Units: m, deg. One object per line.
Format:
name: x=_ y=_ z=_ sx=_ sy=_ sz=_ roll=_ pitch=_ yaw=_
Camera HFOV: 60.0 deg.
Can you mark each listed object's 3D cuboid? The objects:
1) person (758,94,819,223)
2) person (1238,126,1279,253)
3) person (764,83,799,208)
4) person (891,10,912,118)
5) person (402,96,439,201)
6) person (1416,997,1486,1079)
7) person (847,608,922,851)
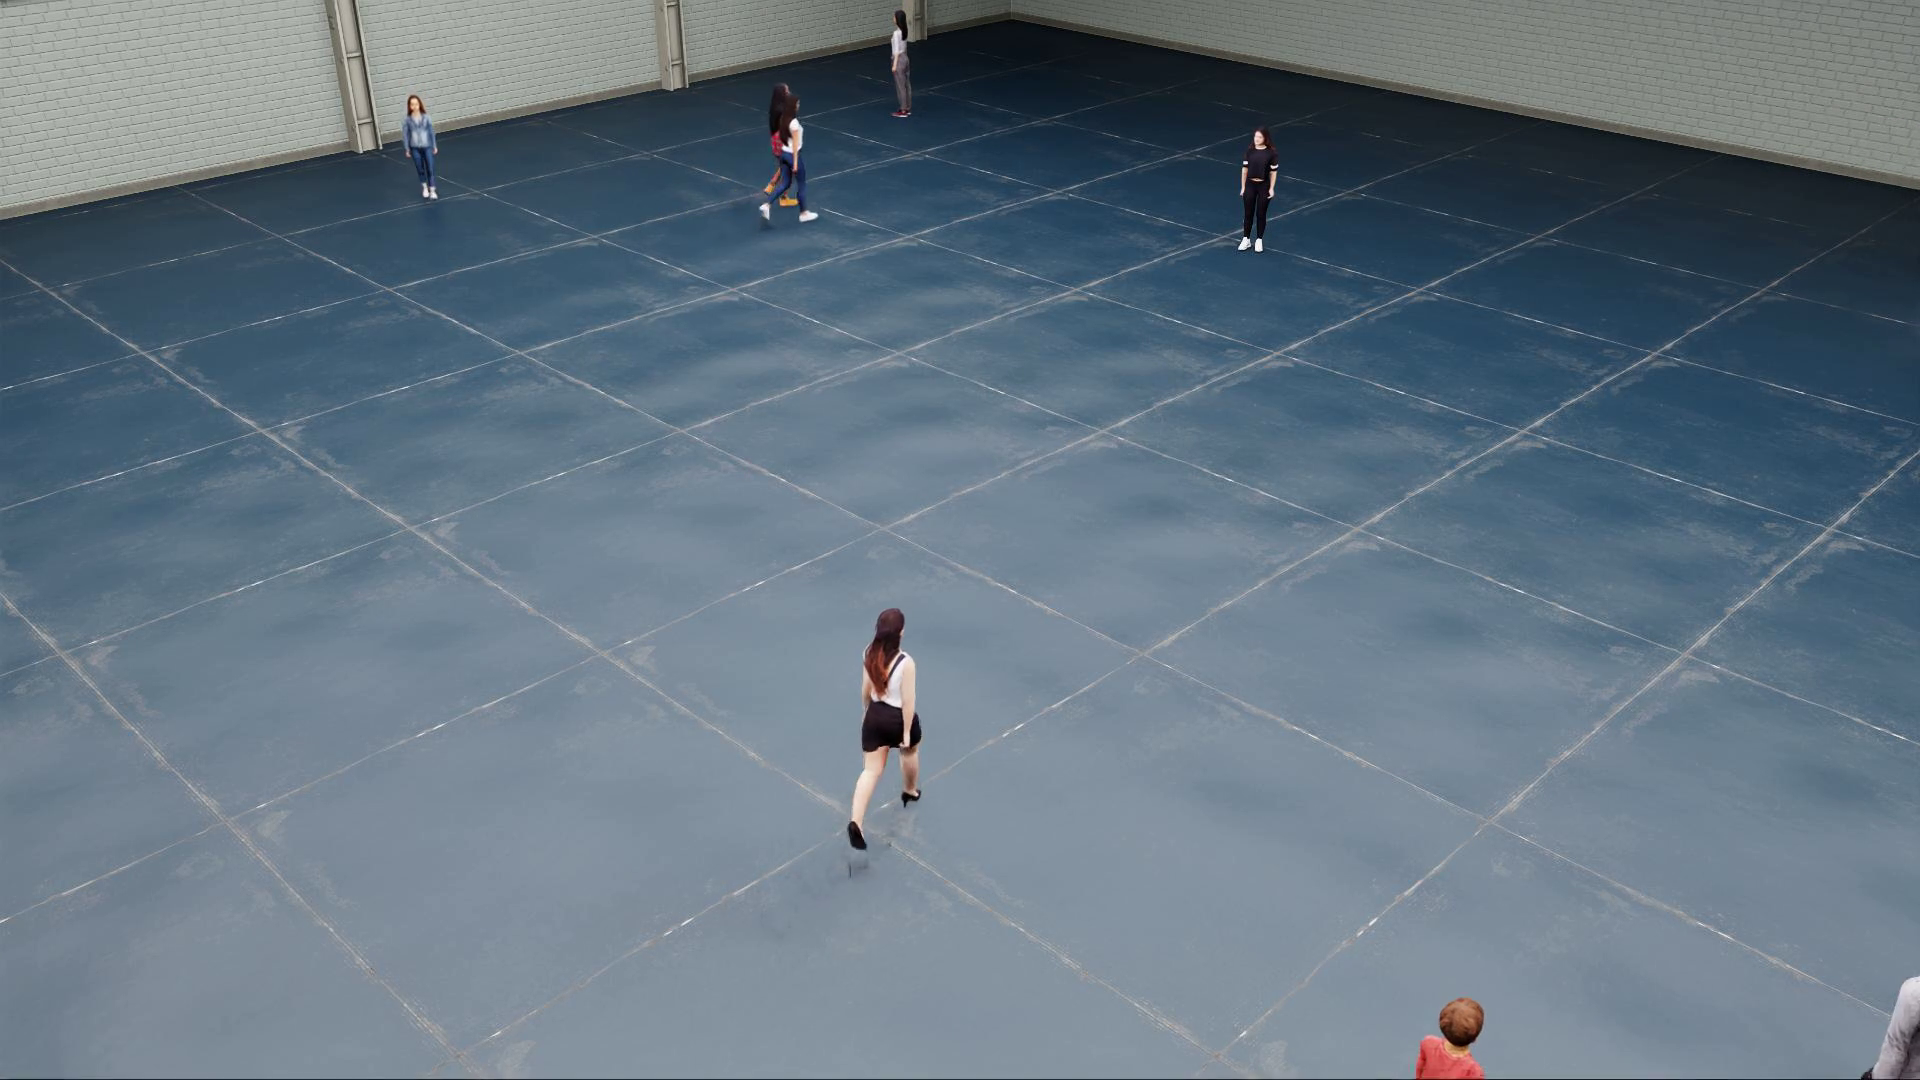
person: x=-2.357 y=-5.111 z=22.432 sx=1.137 sy=1.755 sz=0.802 roll=-19 pitch=33 yaw=-31
person: x=3.858 y=-4.555 z=21.511 sx=0.699 sy=1.638 sz=0.715 roll=10 pitch=30 yaw=17
person: x=-2.562 y=-5.489 z=23.184 sx=0.819 sy=1.715 sz=0.719 roll=-14 pitch=31 yaw=-24
person: x=-0.978 y=-7.980 z=27.843 sx=0.738 sy=1.733 sz=0.595 roll=12 pitch=30 yaw=21
person: x=-7.660 y=-5.579 z=23.633 sx=0.928 sy=1.452 sz=0.890 roll=-9 pitch=29 yaw=-16
person: x=2.256 y=2.812 z=7.944 sx=0.921 sy=1.389 sz=0.534 roll=-24 pitch=36 yaw=-37
person: x=-0.503 y=1.247 z=10.652 sx=0.847 sy=1.605 sz=1.202 roll=12 pitch=30 yaw=22
